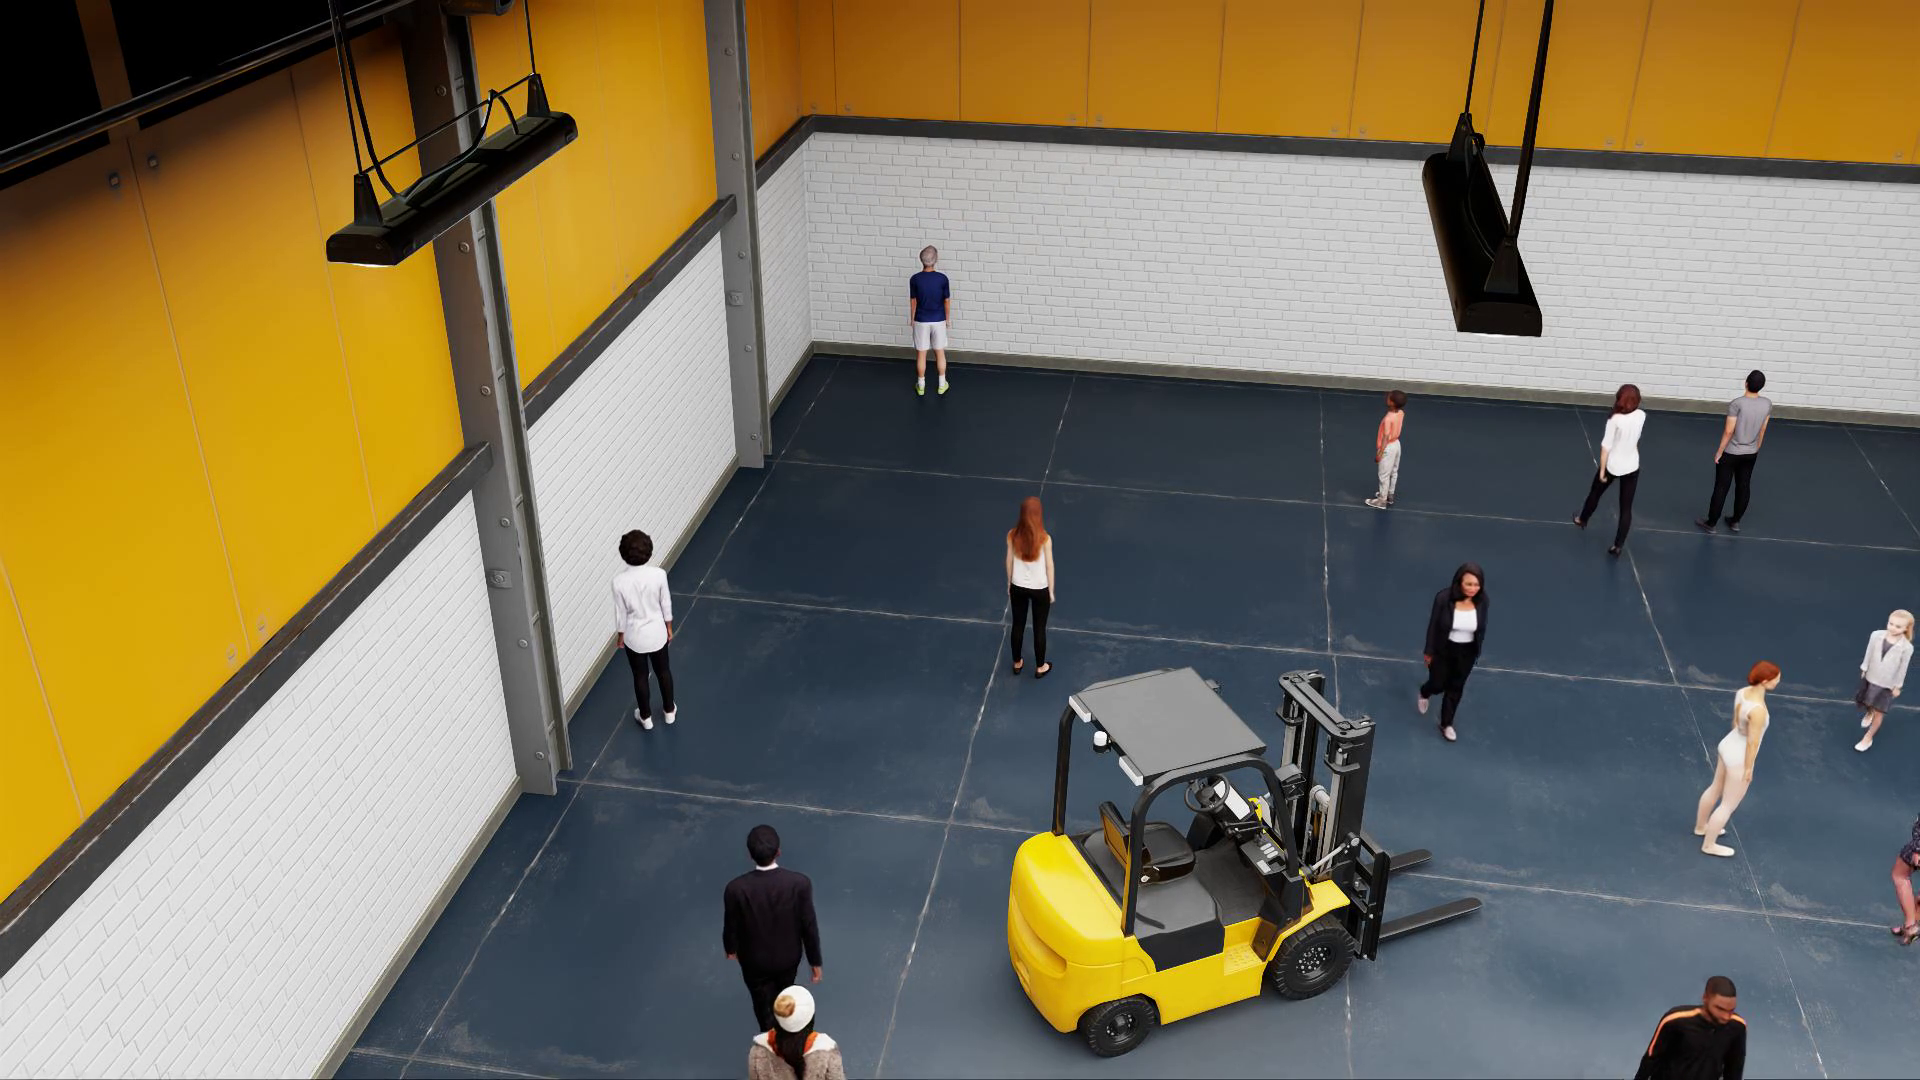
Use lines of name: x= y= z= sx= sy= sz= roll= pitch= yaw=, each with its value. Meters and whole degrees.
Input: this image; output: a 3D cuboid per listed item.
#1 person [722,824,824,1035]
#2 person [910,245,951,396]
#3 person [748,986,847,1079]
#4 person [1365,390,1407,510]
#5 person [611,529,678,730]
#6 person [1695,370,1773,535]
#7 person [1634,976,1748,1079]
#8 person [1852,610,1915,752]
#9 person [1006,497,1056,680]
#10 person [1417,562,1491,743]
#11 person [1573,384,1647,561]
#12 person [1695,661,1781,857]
person: x=-1.159 y=2.628 z=10.223 sx=1.033 sy=1.834 sz=1.276 roll=-6 pitch=29 yaw=-11
person: x=-0.358 y=-2.622 z=19.844 sx=0.684 sy=1.839 sz=0.635 roll=-2 pitch=29 yaw=-3
person: x=-0.896 y=3.214 z=9.105 sx=0.690 sy=1.877 sz=0.759 roll=6 pitch=29 yaw=10
person: x=4.486 y=-0.959 z=17.346 sx=0.629 sy=1.310 sz=0.548 roll=25 pitch=38 yaw=38
person: x=-2.595 y=0.738 z=13.713 sx=0.710 sy=1.809 sz=0.720 roll=-10 pitch=30 yaw=-17
person: x=7.854 y=-0.897 z=16.768 sx=0.677 sy=1.755 sz=0.656 roll=-5 pitch=29 yaw=-8
person: x=4.080 y=3.056 z=9.489 sx=0.723 sy=1.786 sz=0.849 roll=0 pitch=29 yaw=0
person: x=7.566 y=1.114 z=13.592 sx=0.771 sy=1.266 sz=0.708 roll=-20 pitch=34 yaw=-32
person: x=0.607 y=0.419 z=14.396 sx=0.609 sy=1.717 sz=0.548 roll=10 pitch=30 yaw=17
person: x=4.033 y=0.862 z=13.700 sx=0.763 sy=1.606 sz=0.859 roll=-2 pitch=29 yaw=-4
person: x=6.498 y=-0.626 z=16.270 sx=0.823 sy=1.757 sz=1.113 roll=-3 pitch=29 yaw=-5
person: x=5.745 y=1.600 z=12.310 sx=0.602 sy=1.641 sz=0.448 roll=2 pitch=29 yaw=4
